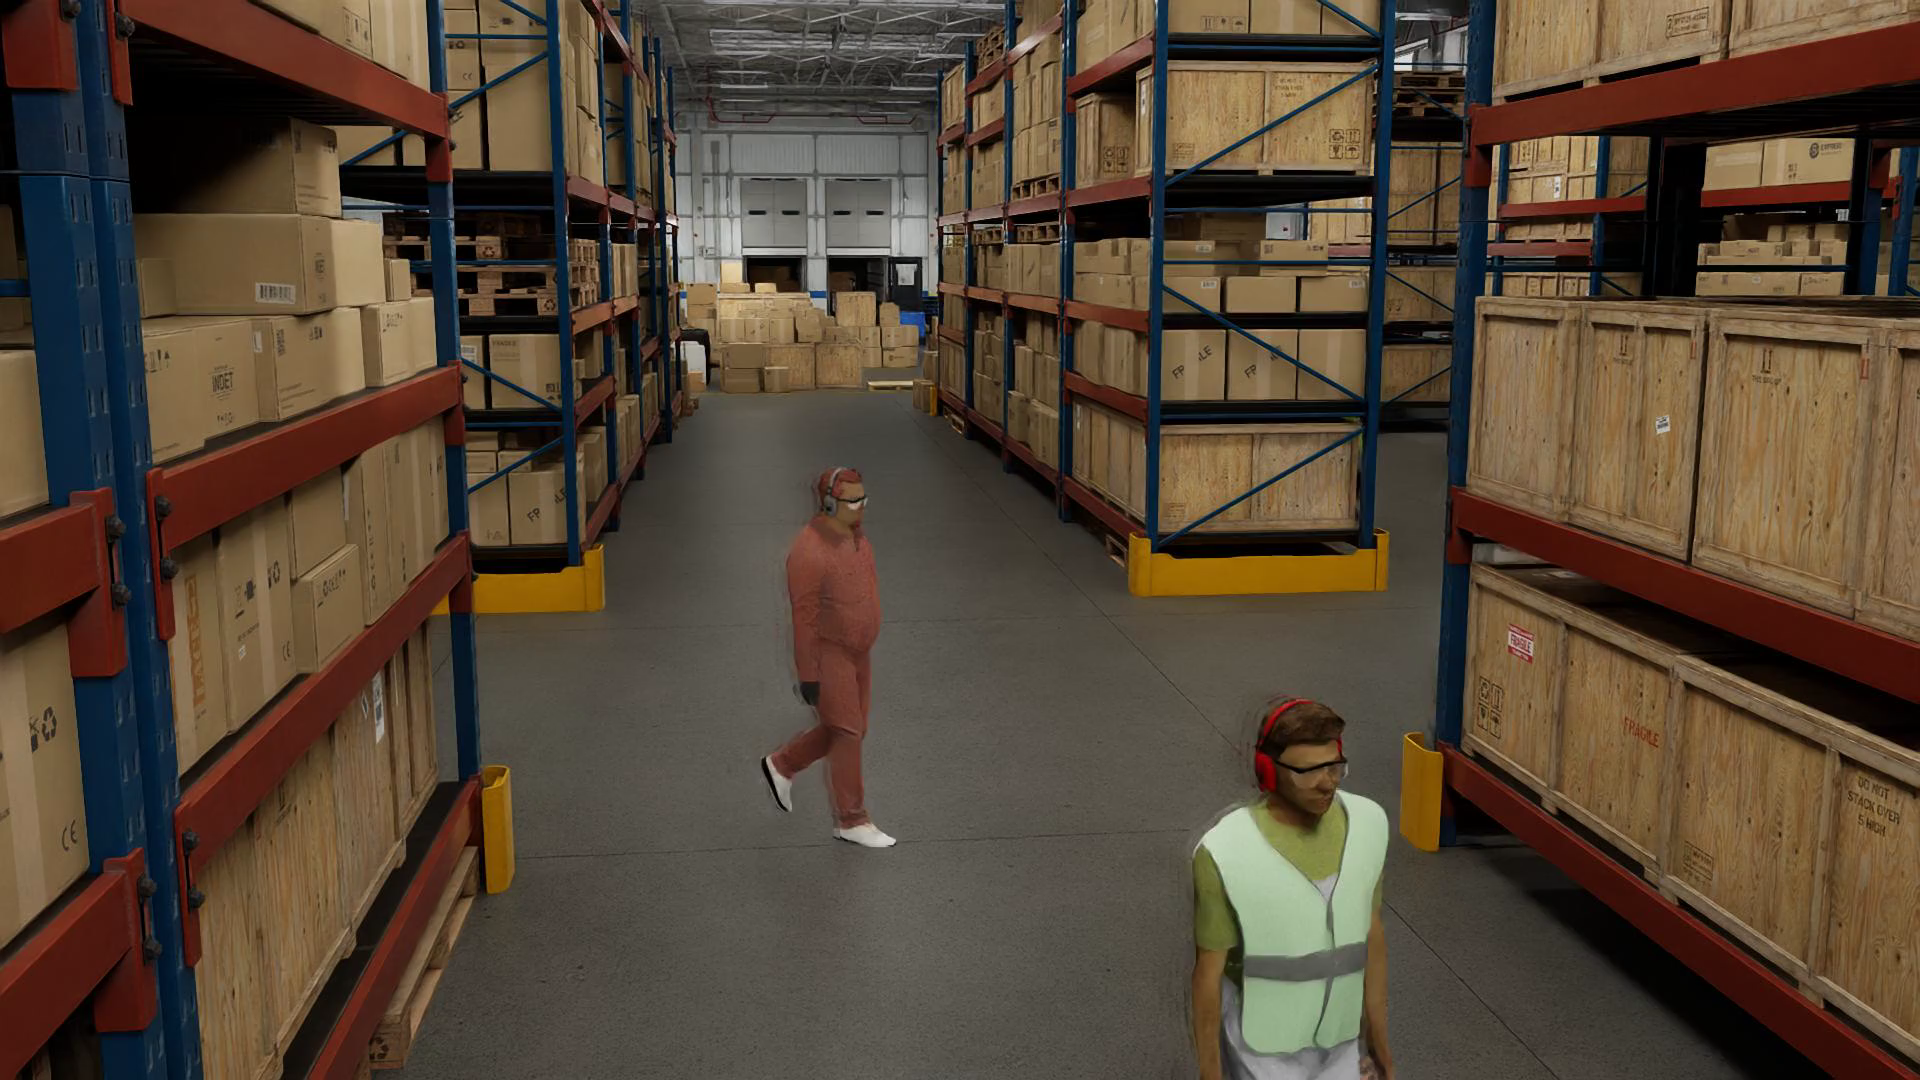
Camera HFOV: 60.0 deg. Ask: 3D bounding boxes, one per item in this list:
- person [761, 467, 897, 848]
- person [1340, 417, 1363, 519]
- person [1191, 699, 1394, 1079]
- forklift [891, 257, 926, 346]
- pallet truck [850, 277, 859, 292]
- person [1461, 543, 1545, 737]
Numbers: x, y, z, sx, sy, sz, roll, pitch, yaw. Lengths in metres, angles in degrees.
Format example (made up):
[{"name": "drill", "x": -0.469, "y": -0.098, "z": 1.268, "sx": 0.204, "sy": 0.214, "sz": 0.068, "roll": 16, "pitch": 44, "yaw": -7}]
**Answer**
[{"name": "person", "x": -0.666, "y": 0.565, "z": 8.189, "sx": 0.724, "sy": 1.884, "sz": 0.639, "roll": 4, "pitch": 11, "yaw": 22}, {"name": "person", "x": 4.145, "y": -1.015, "z": 17.932, "sx": 0.550, "sy": 1.683, "sz": 0.417, "roll": 1, "pitch": 10, "yaw": 8}, {"name": "person", "x": 0.815, "y": 1.267, "z": 4.264, "sx": 0.581, "sy": 1.824, "sz": 0.629, "roll": -5, "pitch": 11, "yaw": -28}, {"name": "forklift", "x": -1.692, "y": -7.555, "z": 52.548, "sx": 1.129, "sy": 2.768, "sz": 1.873, "roll": -1, "pitch": 10, "yaw": -7}, {"name": "pallet truck", "x": -3.782, "y": -9.391, "z": 65.808, "sx": 1.885, "sy": 1.965, "sz": 0.823, "roll": 2, "pitch": 10, "yaw": 10}, {"name": "person", "x": 3.240, "y": 0.248, "z": 9.643, "sx": 0.786, "sy": 2.014, "sz": 0.618, "roll": -8, "pitch": 13, "yaw": -39}]
